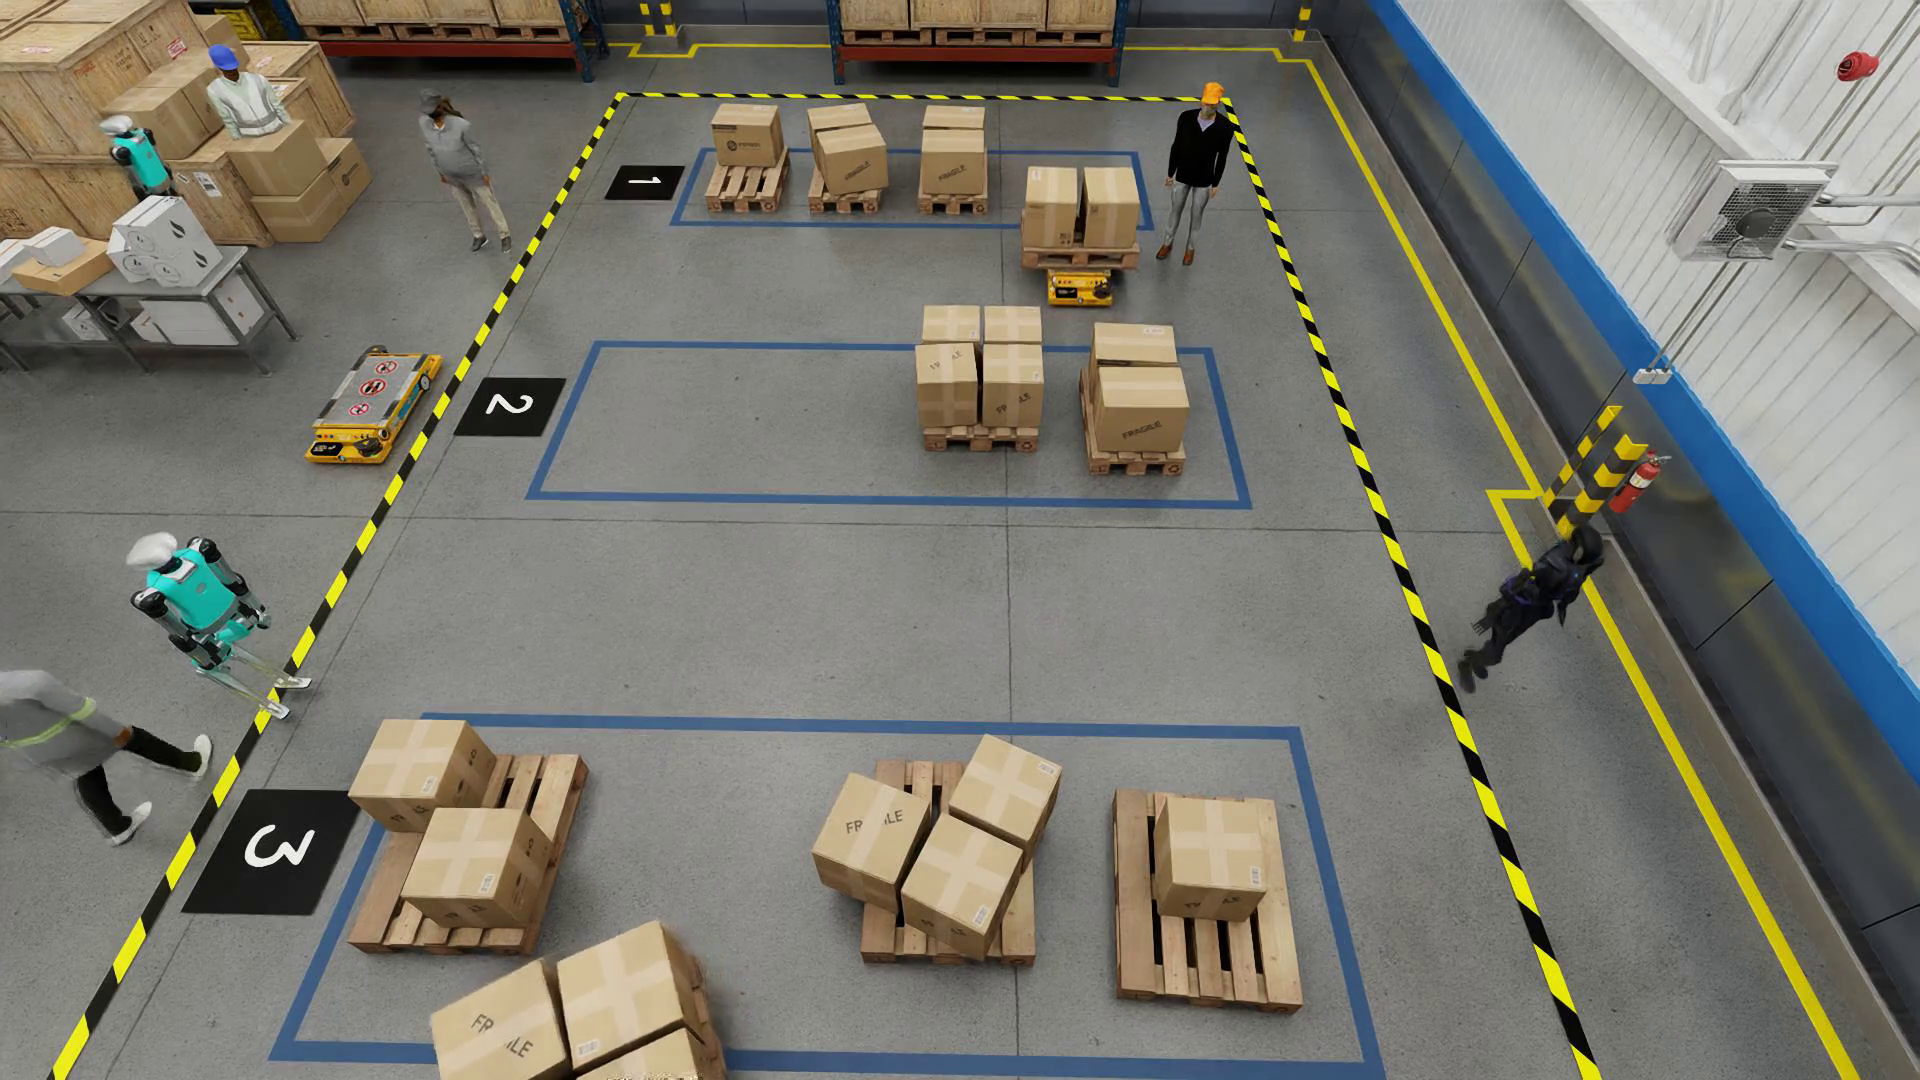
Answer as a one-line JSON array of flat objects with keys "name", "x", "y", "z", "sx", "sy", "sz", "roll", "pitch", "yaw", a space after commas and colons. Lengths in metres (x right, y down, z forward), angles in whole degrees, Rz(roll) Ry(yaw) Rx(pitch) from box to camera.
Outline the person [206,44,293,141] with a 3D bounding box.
[{"name": "person", "x": -7.533, "y": -4.374, "z": 9.977, "sx": 0.602, "sy": 1.939, "sz": 0.412, "roll": -34, "pitch": 58, "yaw": -26}]

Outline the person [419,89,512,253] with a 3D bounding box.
[{"name": "person", "x": -5.233, "y": -3.882, "z": 9.672, "sx": 0.561, "sy": 1.762, "sz": 0.404, "roll": 2, "pitch": 50, "yaw": 2}]

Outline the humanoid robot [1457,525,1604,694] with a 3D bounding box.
[{"name": "humanoid robot", "x": 3.772, "y": 0.454, "z": 6.065, "sx": 0.611, "sy": 1.643, "sz": 0.430, "roll": -8, "pitch": 50, "yaw": -6}]

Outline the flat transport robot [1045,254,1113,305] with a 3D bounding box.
[{"name": "flat transport robot", "x": 1.261, "y": -3.052, "z": 9.931, "sx": 0.652, "sy": 0.197, "sz": 1.431, "roll": 1, "pitch": 50, "yaw": 1}]

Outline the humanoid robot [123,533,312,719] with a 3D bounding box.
[{"name": "humanoid robot", "x": -4.843, "y": 0.542, "z": 5.860, "sx": 0.735, "sy": 1.675, "sz": 0.533, "roll": 10, "pitch": 50, "yaw": 8}]

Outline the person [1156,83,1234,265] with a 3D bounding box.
[{"name": "person", "x": 2.426, "y": -3.767, "z": 9.497, "sx": 0.587, "sy": 1.884, "sz": 0.361, "roll": 19, "pitch": 52, "yaw": 15}]

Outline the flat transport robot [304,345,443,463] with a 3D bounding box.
[{"name": "flat transport robot", "x": -5.383, "y": -1.269, "z": 8.441, "sx": 0.659, "sy": 0.231, "sz": 1.431, "roll": 1, "pitch": 50, "yaw": 1}]

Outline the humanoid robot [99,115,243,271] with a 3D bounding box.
[{"name": "humanoid robot", "x": -8.158, "y": -3.374, "z": 9.266, "sx": 0.944, "sy": 1.763, "sz": 0.546, "roll": -2, "pitch": 50, "yaw": -2}]

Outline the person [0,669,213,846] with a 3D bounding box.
[{"name": "person", "x": -5.289, "y": 1.120, "z": 5.423, "sx": 0.608, "sy": 1.809, "sz": 0.663, "roll": -14, "pitch": 51, "yaw": -11}]
